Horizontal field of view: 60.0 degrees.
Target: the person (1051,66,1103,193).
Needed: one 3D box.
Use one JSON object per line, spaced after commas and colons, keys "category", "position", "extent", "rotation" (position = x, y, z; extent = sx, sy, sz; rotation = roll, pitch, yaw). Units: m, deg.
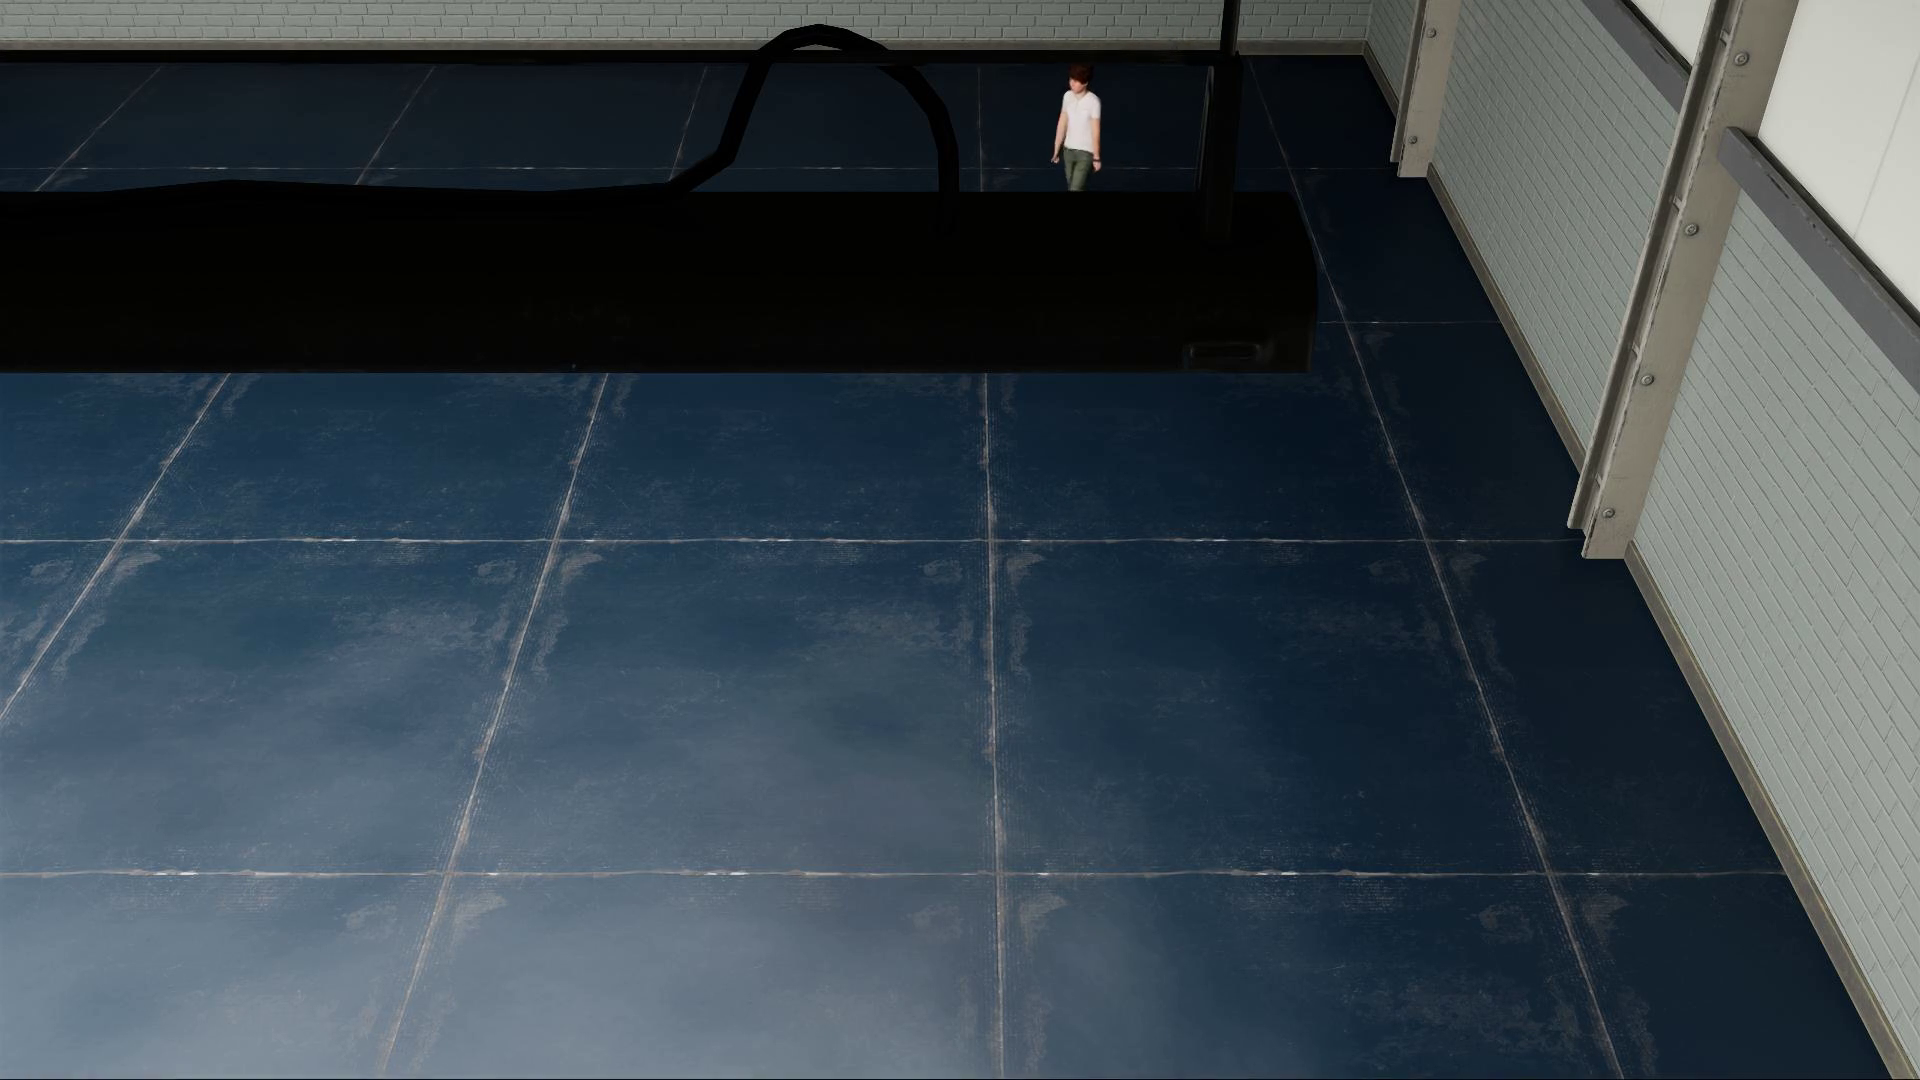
{"category": "person", "position": [1.102, -3.405, 14.567], "extent": [0.738, 1.641, 0.797], "rotation": [30, 46, 33]}
